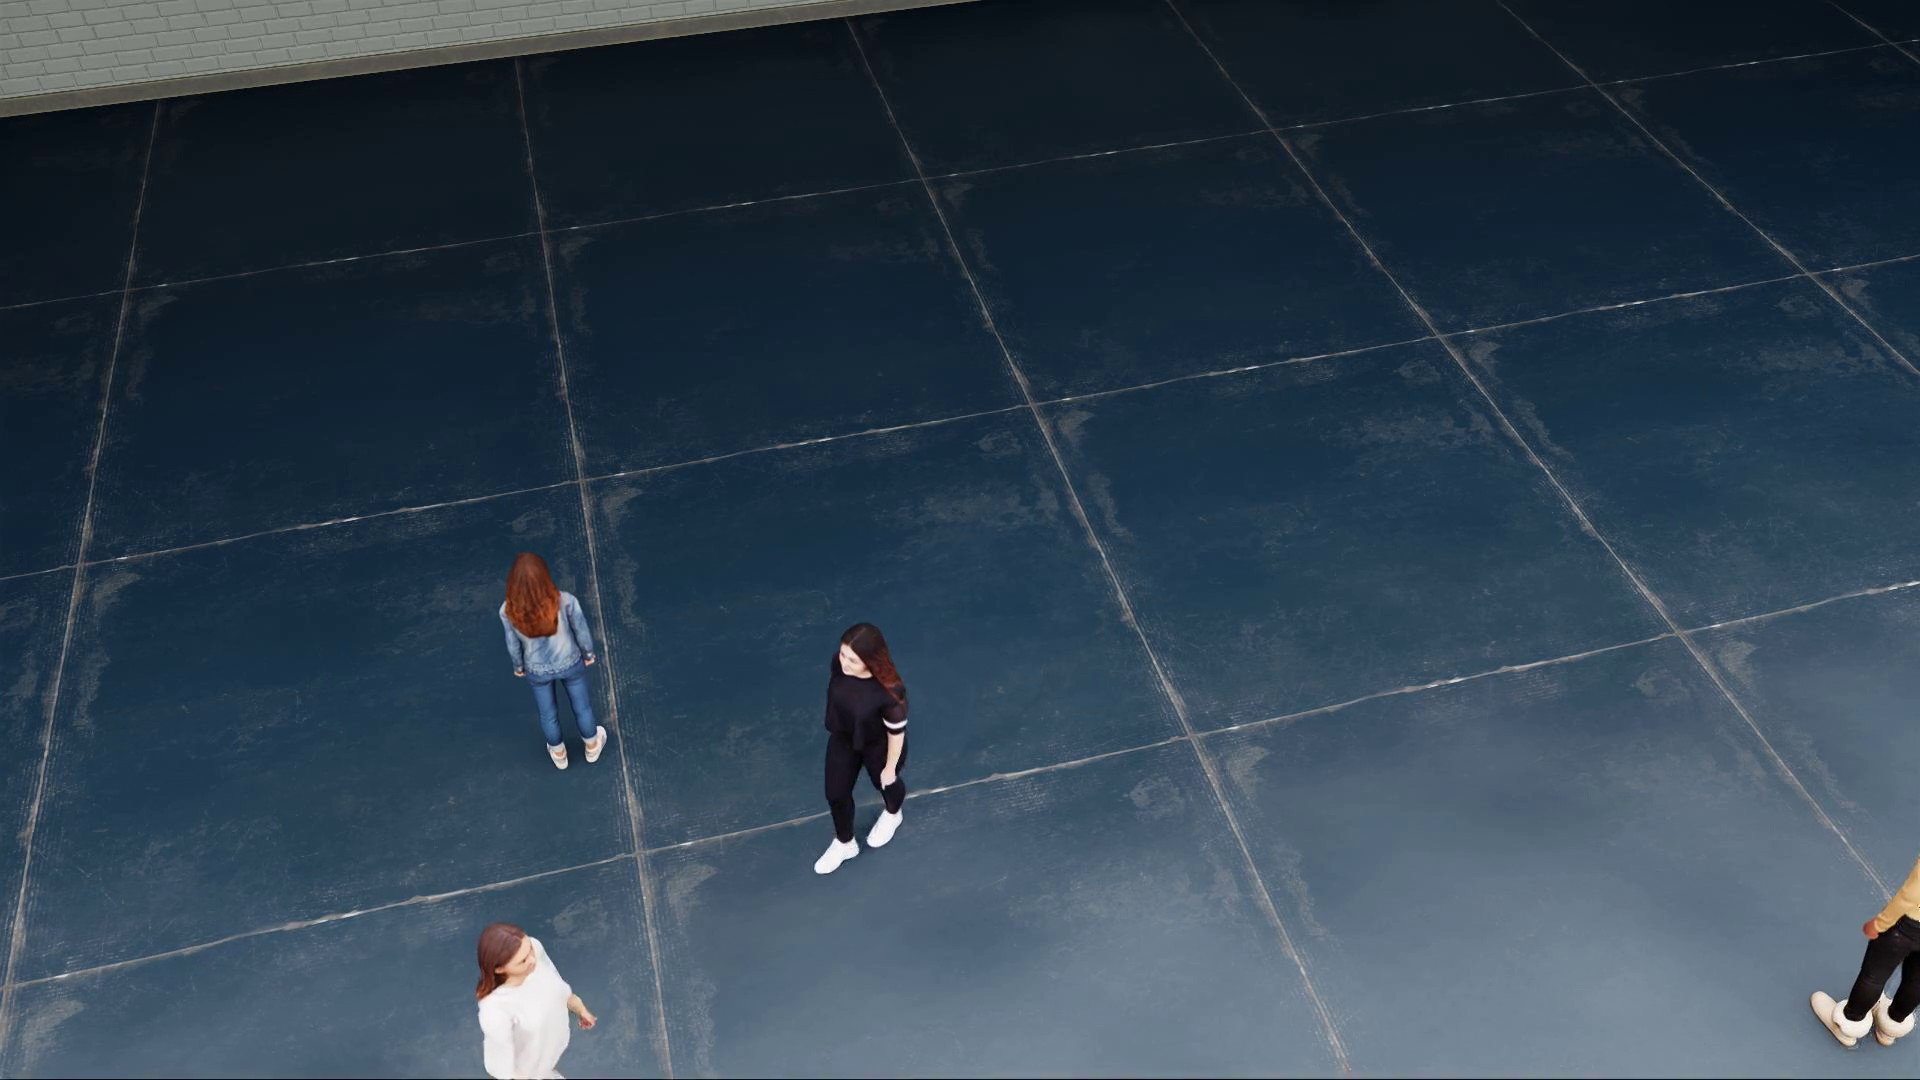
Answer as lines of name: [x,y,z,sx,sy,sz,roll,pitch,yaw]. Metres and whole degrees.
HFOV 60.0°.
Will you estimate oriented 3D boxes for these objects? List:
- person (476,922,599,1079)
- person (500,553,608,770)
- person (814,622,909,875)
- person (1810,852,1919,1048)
person: [-1.810,2.067,6.766,0.944,1.647,1.076,5,43,5]
person: [-2.067,0.617,8.444,0.567,1.477,0.505,-8,44,-9]
person: [-0.382,0.919,8.014,0.876,1.621,0.918,28,50,26]
person: [4.180,1.657,7.196,0.643,1.660,0.598,-3,43,-3]
